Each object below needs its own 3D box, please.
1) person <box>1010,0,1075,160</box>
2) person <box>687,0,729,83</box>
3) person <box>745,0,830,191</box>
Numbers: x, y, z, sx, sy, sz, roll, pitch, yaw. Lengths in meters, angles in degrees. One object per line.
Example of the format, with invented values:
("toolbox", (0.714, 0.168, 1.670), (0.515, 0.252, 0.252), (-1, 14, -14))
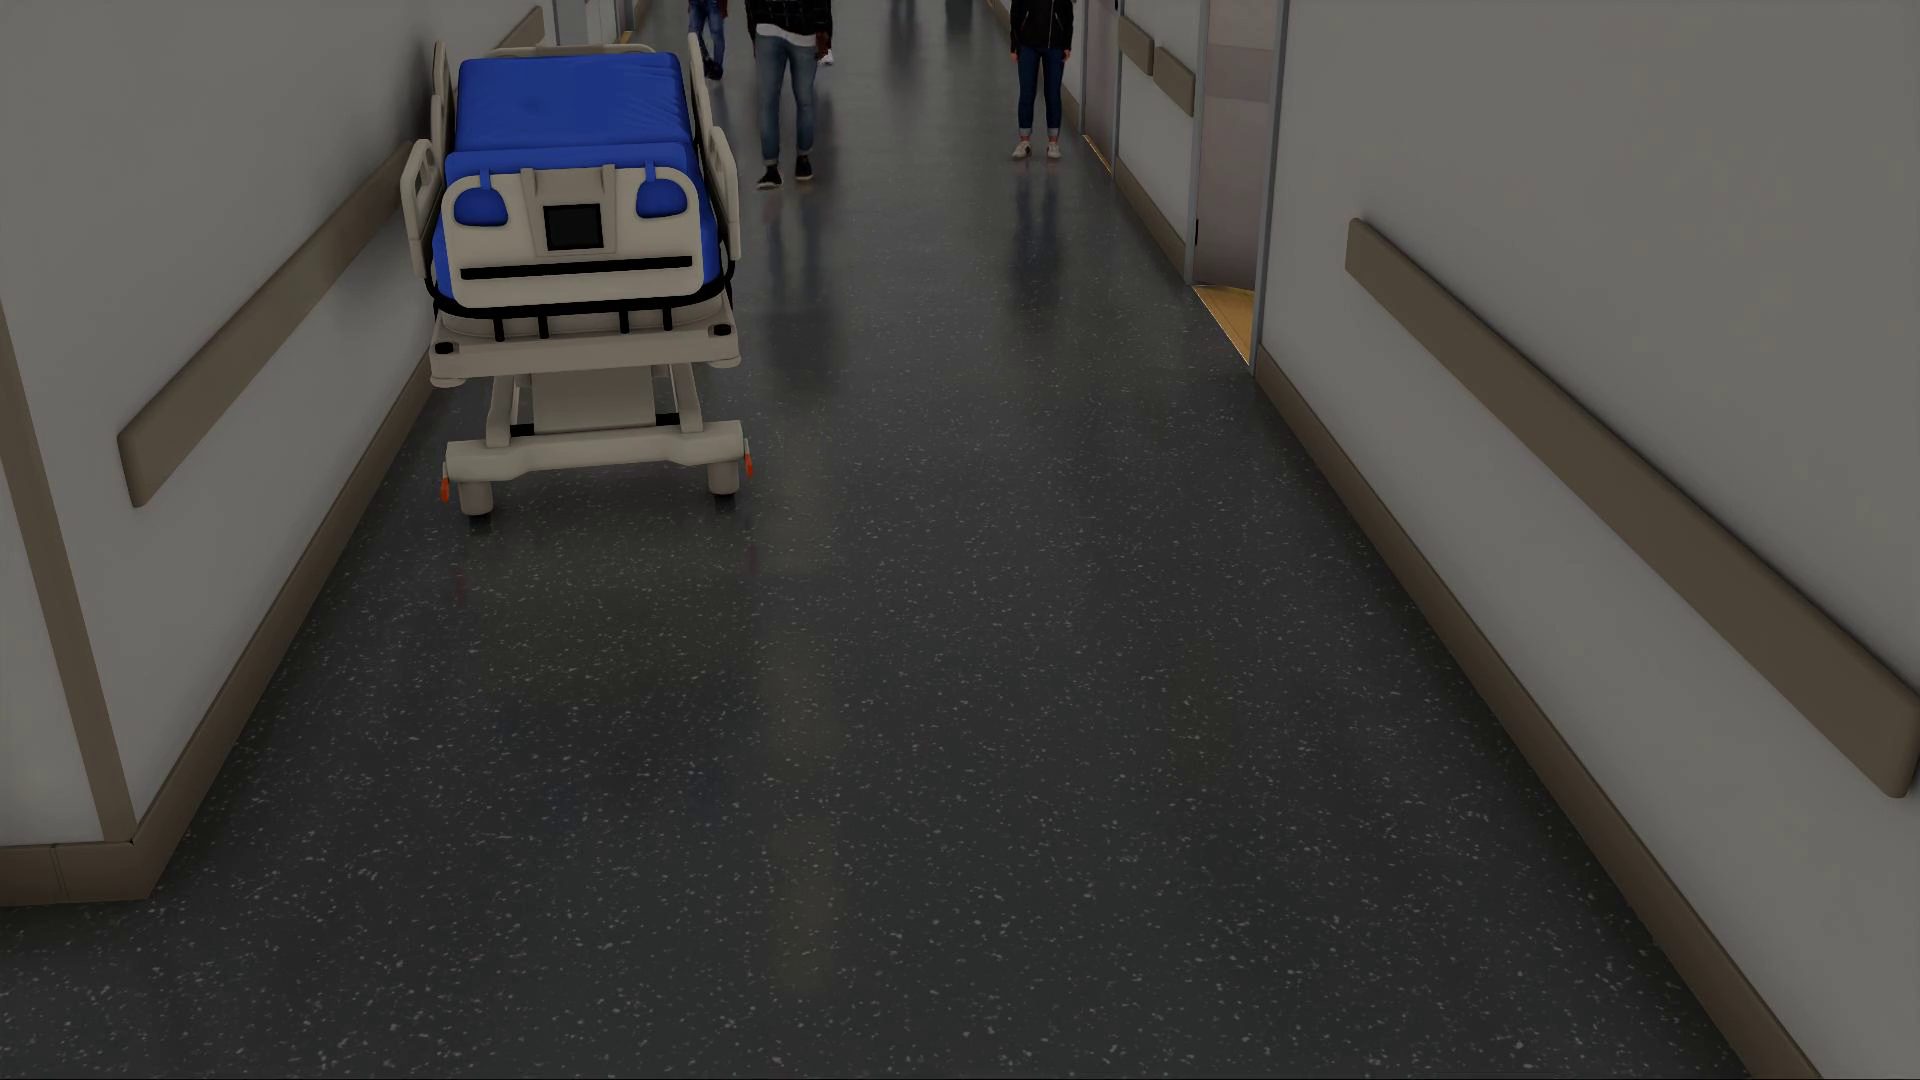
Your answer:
("person", (0.518, -3.157, 10.502), (0.473, 1.481, 0.626), (1, 26, 1))
("person", (-1.953, -4.240, 13.015), (0.522, 1.250, 0.634), (8, 27, 16))
("person", (-0.993, -3.009, 9.850), (0.996, 1.782, 0.809), (1, 26, 2))
